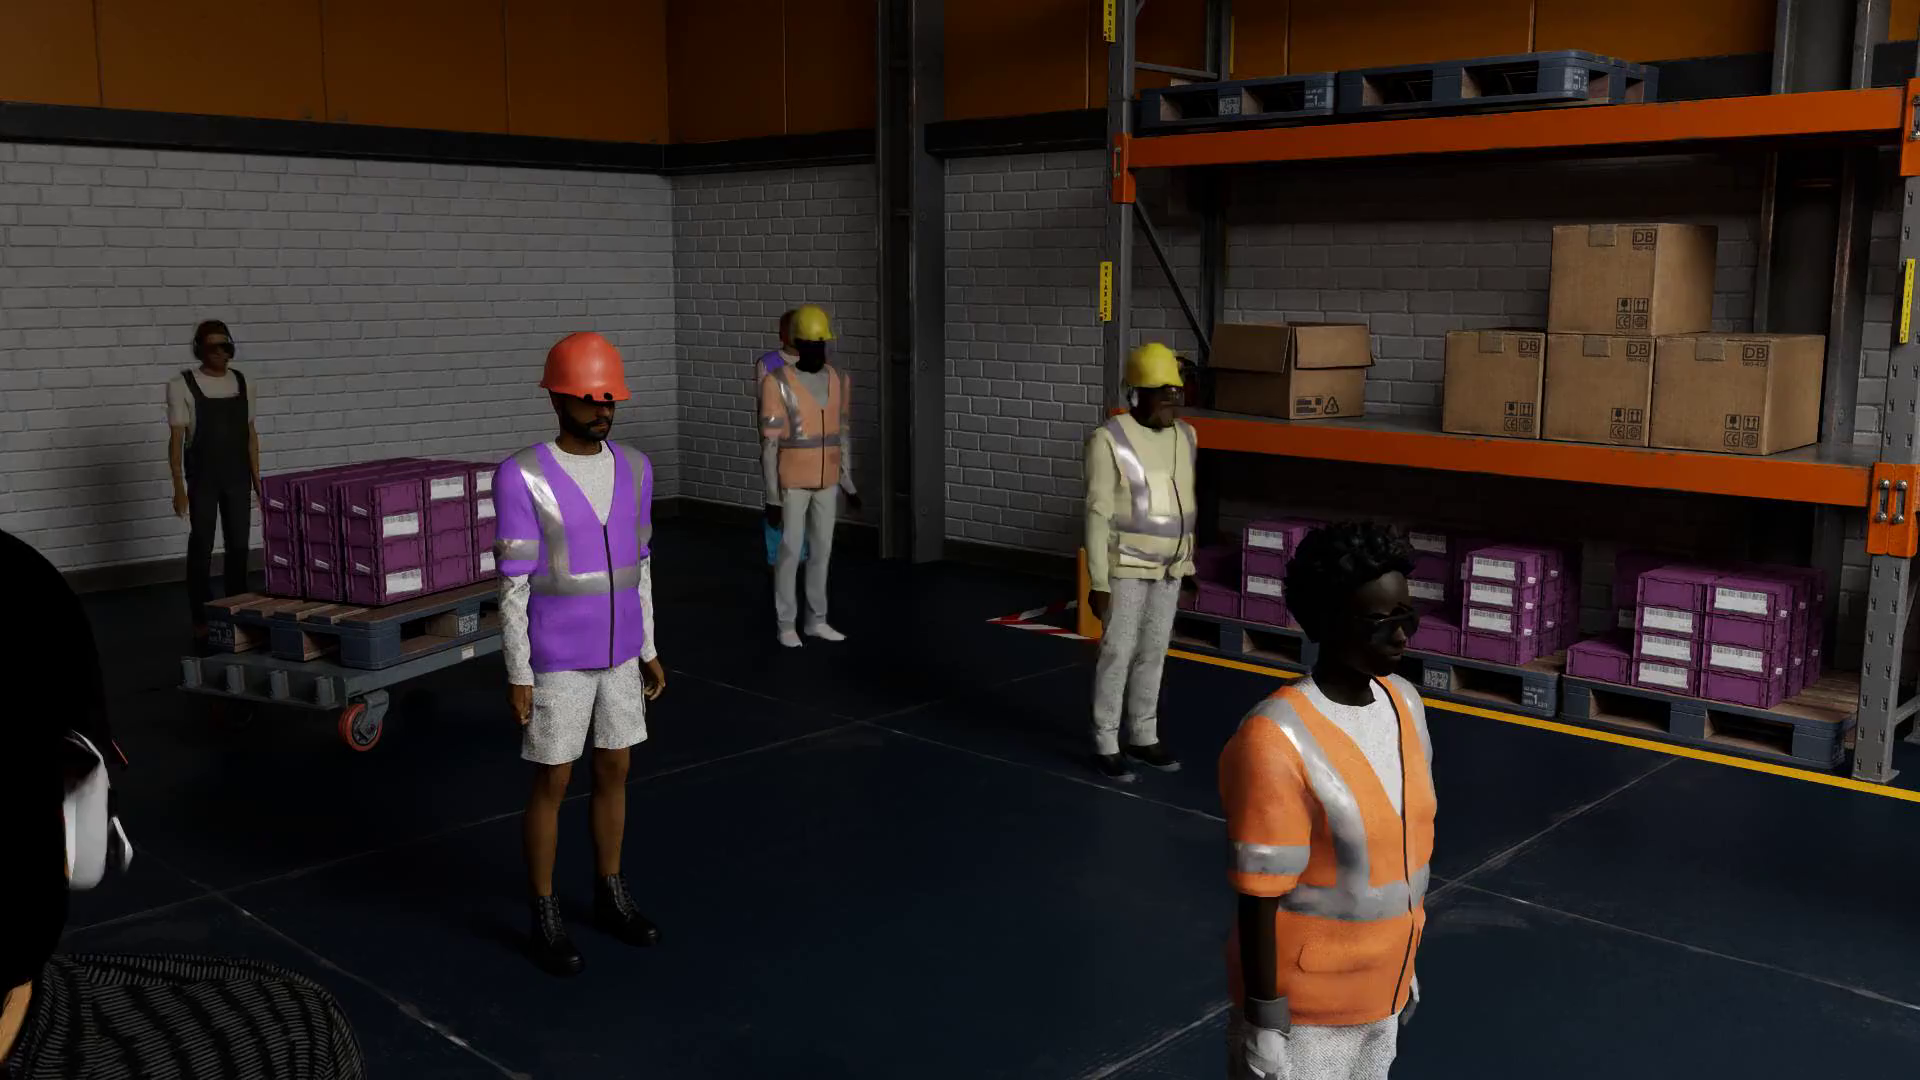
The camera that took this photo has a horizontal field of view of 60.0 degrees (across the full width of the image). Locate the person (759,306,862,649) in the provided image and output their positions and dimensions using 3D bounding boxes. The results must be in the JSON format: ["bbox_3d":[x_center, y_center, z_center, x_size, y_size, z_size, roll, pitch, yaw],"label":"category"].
[{"bbox_3d":[-0.824,-0.341,9.351,0.644,1.920,0.395,-8,12,-40],"label":"person"}]

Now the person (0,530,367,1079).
[{"bbox_3d":[-0.638,0.954,1.111,0.402,1.990,0.622,9,13,43],"label":"person"}]

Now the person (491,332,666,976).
[{"bbox_3d":[-1.125,0.339,5.059,0.378,1.932,0.551,9,13,43],"label":"person"}]

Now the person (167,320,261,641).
[{"bbox_3d":[-4.241,-0.333,9.524,0.398,1.833,0.532,8,12,40],"label":"person"}]

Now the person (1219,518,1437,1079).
[{"bbox_3d":[0.658,0.798,2.971,0.317,1.695,0.540,9,13,43],"label":"person"}]

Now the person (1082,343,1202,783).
[{"bbox_3d":[0.768,0.099,6.913,0.612,1.821,0.407,-7,12,-39],"label":"person"}]

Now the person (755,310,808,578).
[{"bbox_3d":[-1.167,-0.659,11.456,0.373,1.840,0.570,9,13,43],"label":"person"}]
